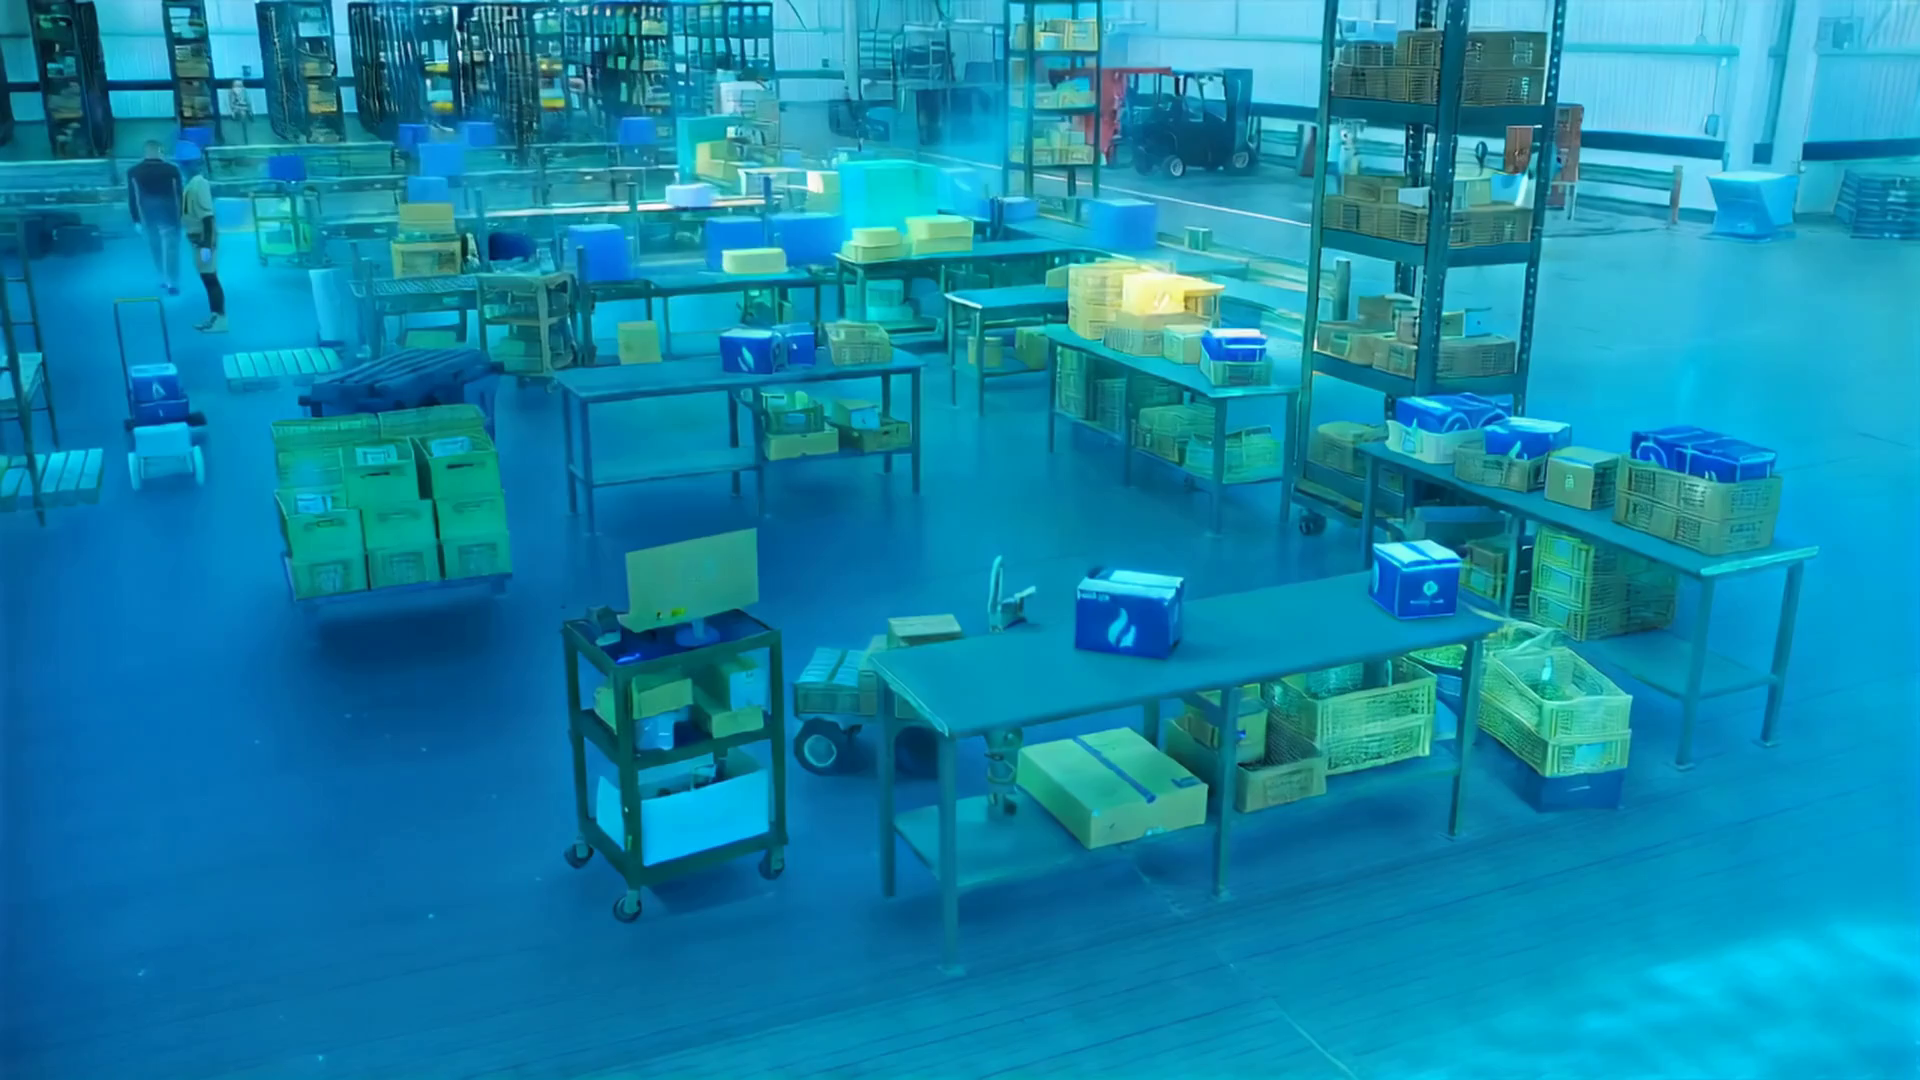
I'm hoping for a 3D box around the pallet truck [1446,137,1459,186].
[{"bbox_3d":[9.184,-6.485,29.328,1.630,1.274,0.653,-8,19,-23],"label":"pallet truck"}]

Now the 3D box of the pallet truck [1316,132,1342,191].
[{"bbox_3d":[7.723,-7.504,32.656,1.601,1.201,0.680,-8,19,-23],"label":"pallet truck"}]

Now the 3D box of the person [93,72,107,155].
[{"bbox_3d":[-21.072,-10.397,40.560,0.460,1.979,0.621,-12,21,-34],"label":"person"}]

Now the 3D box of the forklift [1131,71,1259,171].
[{"bbox_3d":[4.998,-8.936,35.413,2.680,1.987,1.157,-9,20,-25],"label":"forklift"}]

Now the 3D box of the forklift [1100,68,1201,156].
[{"bbox_3d":[4.082,-9.564,37.410,2.680,1.987,1.157,-8,19,-23],"label":"forklift"}]

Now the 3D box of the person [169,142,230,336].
[{"bbox_3d":[-8.160,-3.221,17.841,0.375,2.044,0.605,-12,21,-33],"label":"person"}]

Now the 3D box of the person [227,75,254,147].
[{"bbox_3d":[-18.292,-10.892,42.349,0.404,1.830,0.599,16,24,41],"label":"person"}]

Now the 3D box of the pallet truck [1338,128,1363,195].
[{"bbox_3d":[7.845,-7.140,31.411,1.522,1.261,0.704,-9,20,-25],"label":"pallet truck"}]

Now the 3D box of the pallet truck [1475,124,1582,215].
[{"bbox_3d":[9.707,-6.455,28.103,1.885,1.965,0.823,-7,19,-20],"label":"pallet truck"}]

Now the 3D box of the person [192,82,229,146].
[{"bbox_3d":[-19.364,-11.007,42.739,0.800,1.817,0.581,-6,18,-17],"label":"person"}]

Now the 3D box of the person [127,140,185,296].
[{"bbox_3d":[-9.843,-3.988,20.556,0.677,1.851,0.993,-6,18,-17],"label":"person"}]

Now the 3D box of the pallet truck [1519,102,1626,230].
[{"bbox_3d":[9.972,-6.037,26.785,1.885,1.965,0.823,-9,20,-25],"label":"pallet truck"}]
